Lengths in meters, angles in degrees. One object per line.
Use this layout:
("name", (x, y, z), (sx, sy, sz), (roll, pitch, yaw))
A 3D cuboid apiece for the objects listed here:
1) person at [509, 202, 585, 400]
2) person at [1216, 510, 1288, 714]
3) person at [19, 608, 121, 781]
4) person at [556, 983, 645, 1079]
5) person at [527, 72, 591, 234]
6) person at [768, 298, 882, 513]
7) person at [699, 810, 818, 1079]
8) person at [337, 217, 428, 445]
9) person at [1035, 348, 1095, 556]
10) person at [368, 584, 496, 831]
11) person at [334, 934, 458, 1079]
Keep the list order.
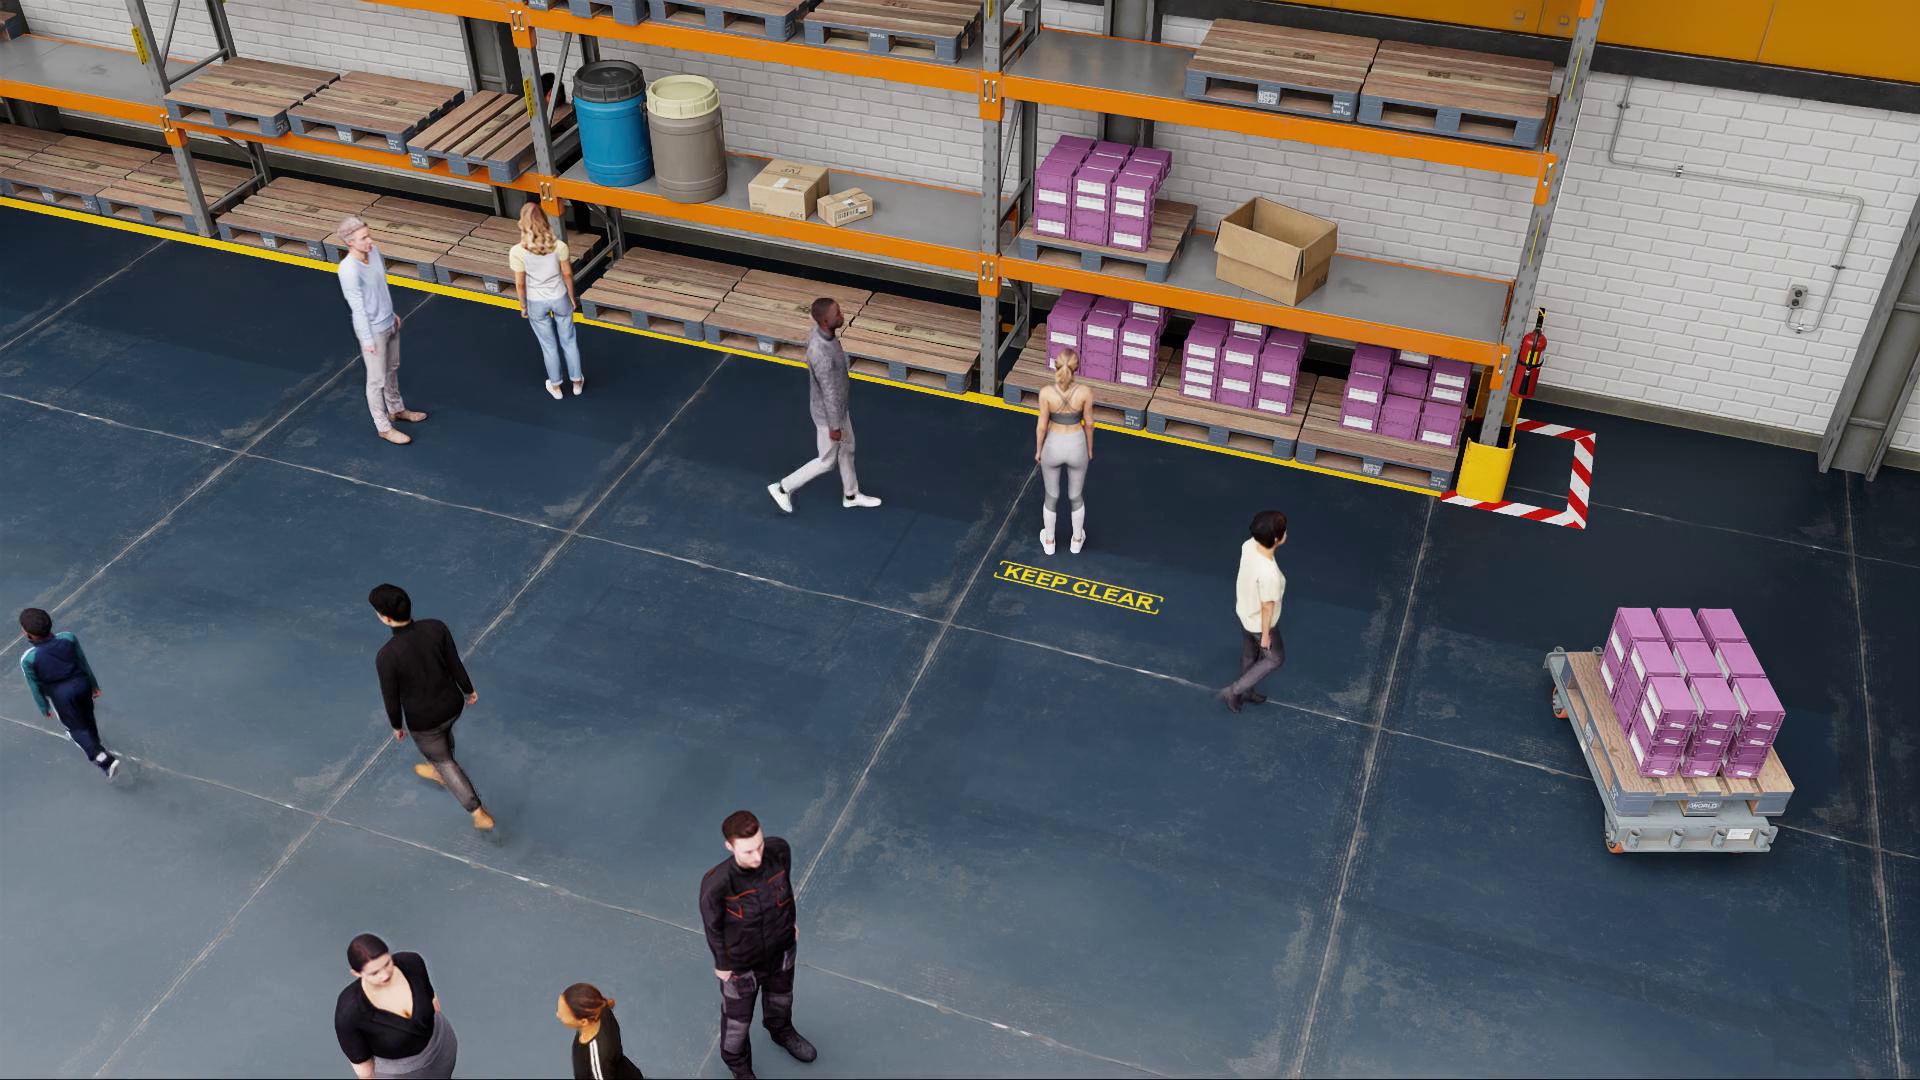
("person", (-3.313, -1.914, 13.400), (0.683, 1.722, 0.759), (-13, 40, -16))
("person", (1.829, 0.496, 10.496), (0.783, 1.579, 0.735), (-9, 39, -11))
("person", (-5.445, 0.946, 10.205), (0.898, 1.240, 0.662), (25, 45, 28))
("person", (-1.539, 2.604, 7.794), (0.765, 1.656, 0.728), (-8, 39, -10))
("person", (-3.653, -3.415, 15.206), (0.777, 1.813, 0.832), (-17, 42, -20))
("person", (-1.045, -0.932, 12.098), (1.175, 1.811, 0.944), (-1, 39, -2))
("person", (-1.020, 2.034, 8.301), (0.774, 1.915, 0.756), (-30, 47, -32))
("person", (-4.544, -1.656, 12.940), (0.621, 1.892, 0.708), (6, 39, 7))
("person", (0.743, -0.622, 11.796), (0.585, 1.703, 0.696), (0, 39, 1))
("person", (-3.047, 1.007, 9.756), (1.164, 1.704, 0.868), (26, 45, 28))
("person", (-2.648, 2.453, 7.900), (0.695, 1.760, 0.724), (22, 44, 26))
